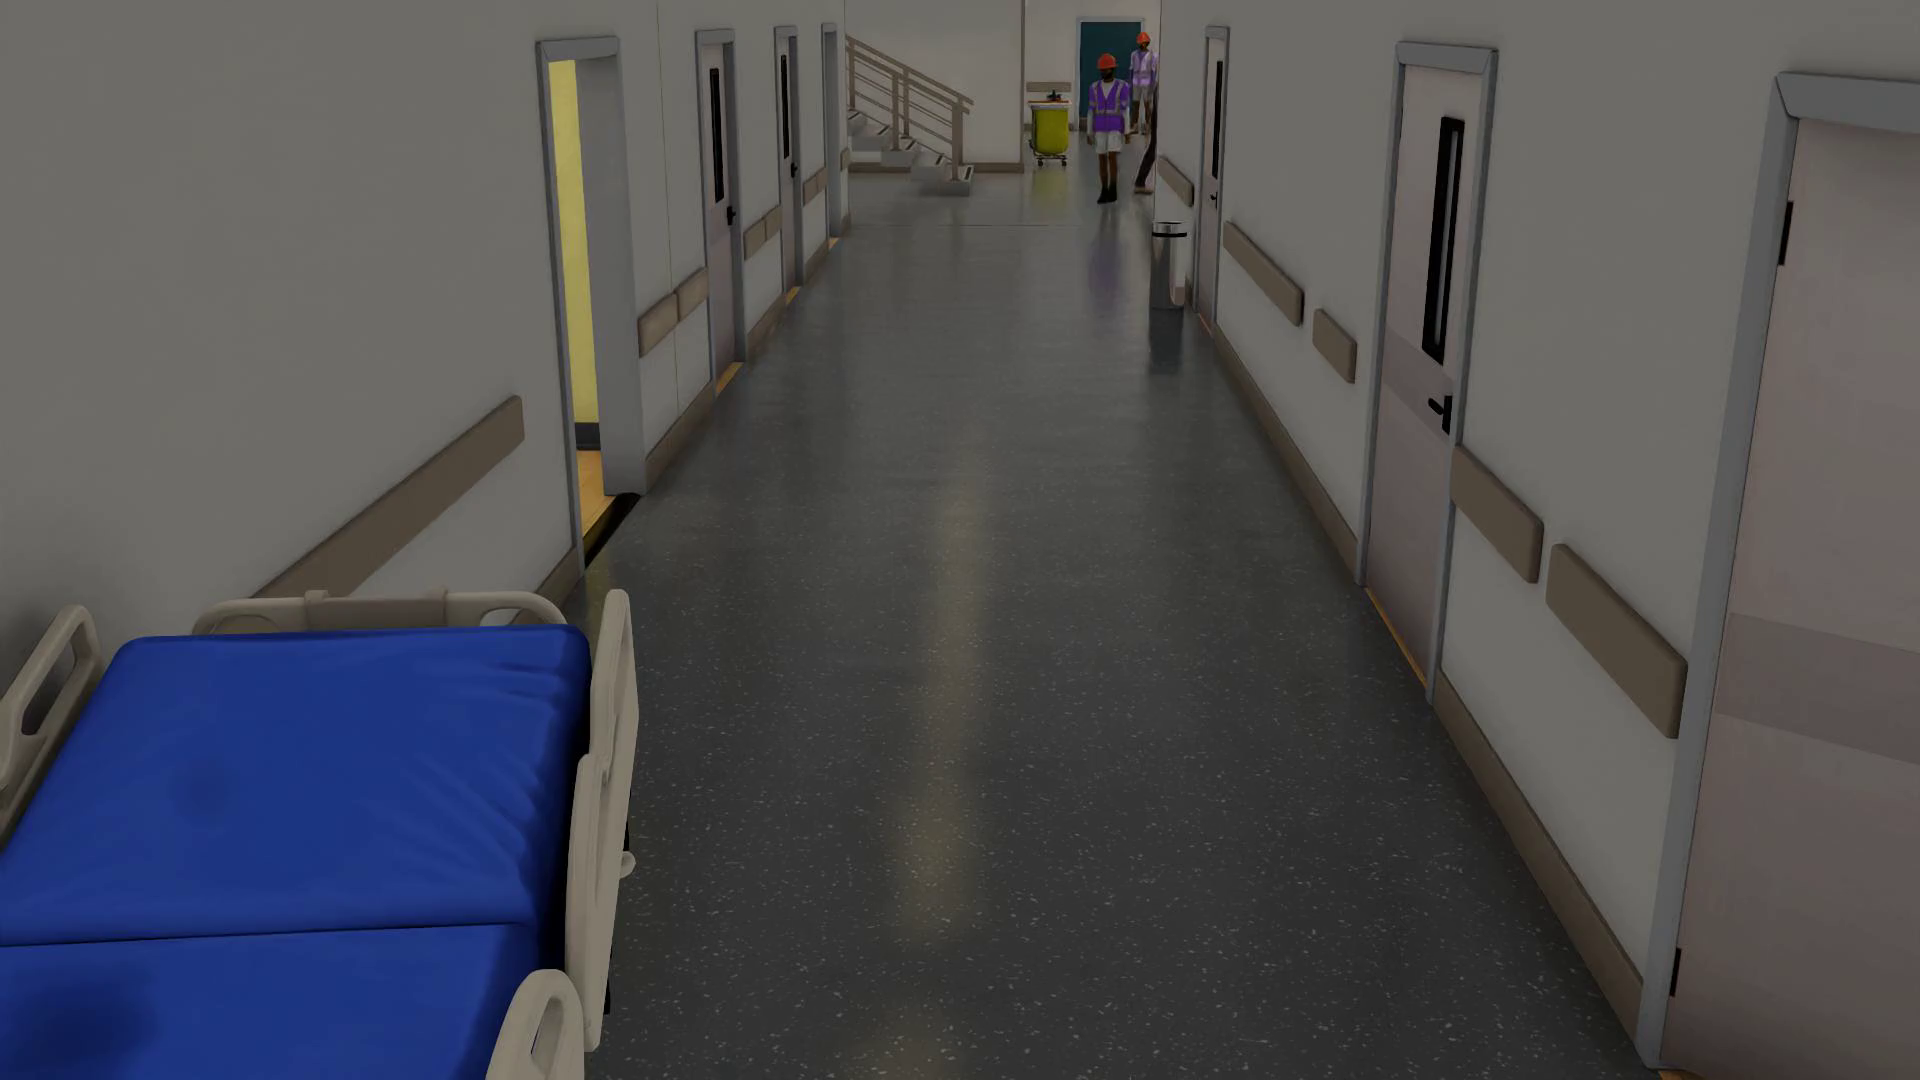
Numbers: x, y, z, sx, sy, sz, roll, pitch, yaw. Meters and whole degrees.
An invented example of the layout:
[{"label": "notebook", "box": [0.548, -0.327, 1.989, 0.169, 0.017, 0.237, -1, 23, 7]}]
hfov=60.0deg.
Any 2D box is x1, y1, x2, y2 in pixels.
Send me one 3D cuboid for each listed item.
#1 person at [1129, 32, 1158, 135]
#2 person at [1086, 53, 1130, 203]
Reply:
[{"label": "person", "box": [3.723, -9.342, 34.055, 0.607, 2.041, 0.377, 11, 20, 30]}, {"label": "person", "box": [1.922, -5.376, 21.783, 0.581, 1.917, 0.474, 8, 19, 23]}]
